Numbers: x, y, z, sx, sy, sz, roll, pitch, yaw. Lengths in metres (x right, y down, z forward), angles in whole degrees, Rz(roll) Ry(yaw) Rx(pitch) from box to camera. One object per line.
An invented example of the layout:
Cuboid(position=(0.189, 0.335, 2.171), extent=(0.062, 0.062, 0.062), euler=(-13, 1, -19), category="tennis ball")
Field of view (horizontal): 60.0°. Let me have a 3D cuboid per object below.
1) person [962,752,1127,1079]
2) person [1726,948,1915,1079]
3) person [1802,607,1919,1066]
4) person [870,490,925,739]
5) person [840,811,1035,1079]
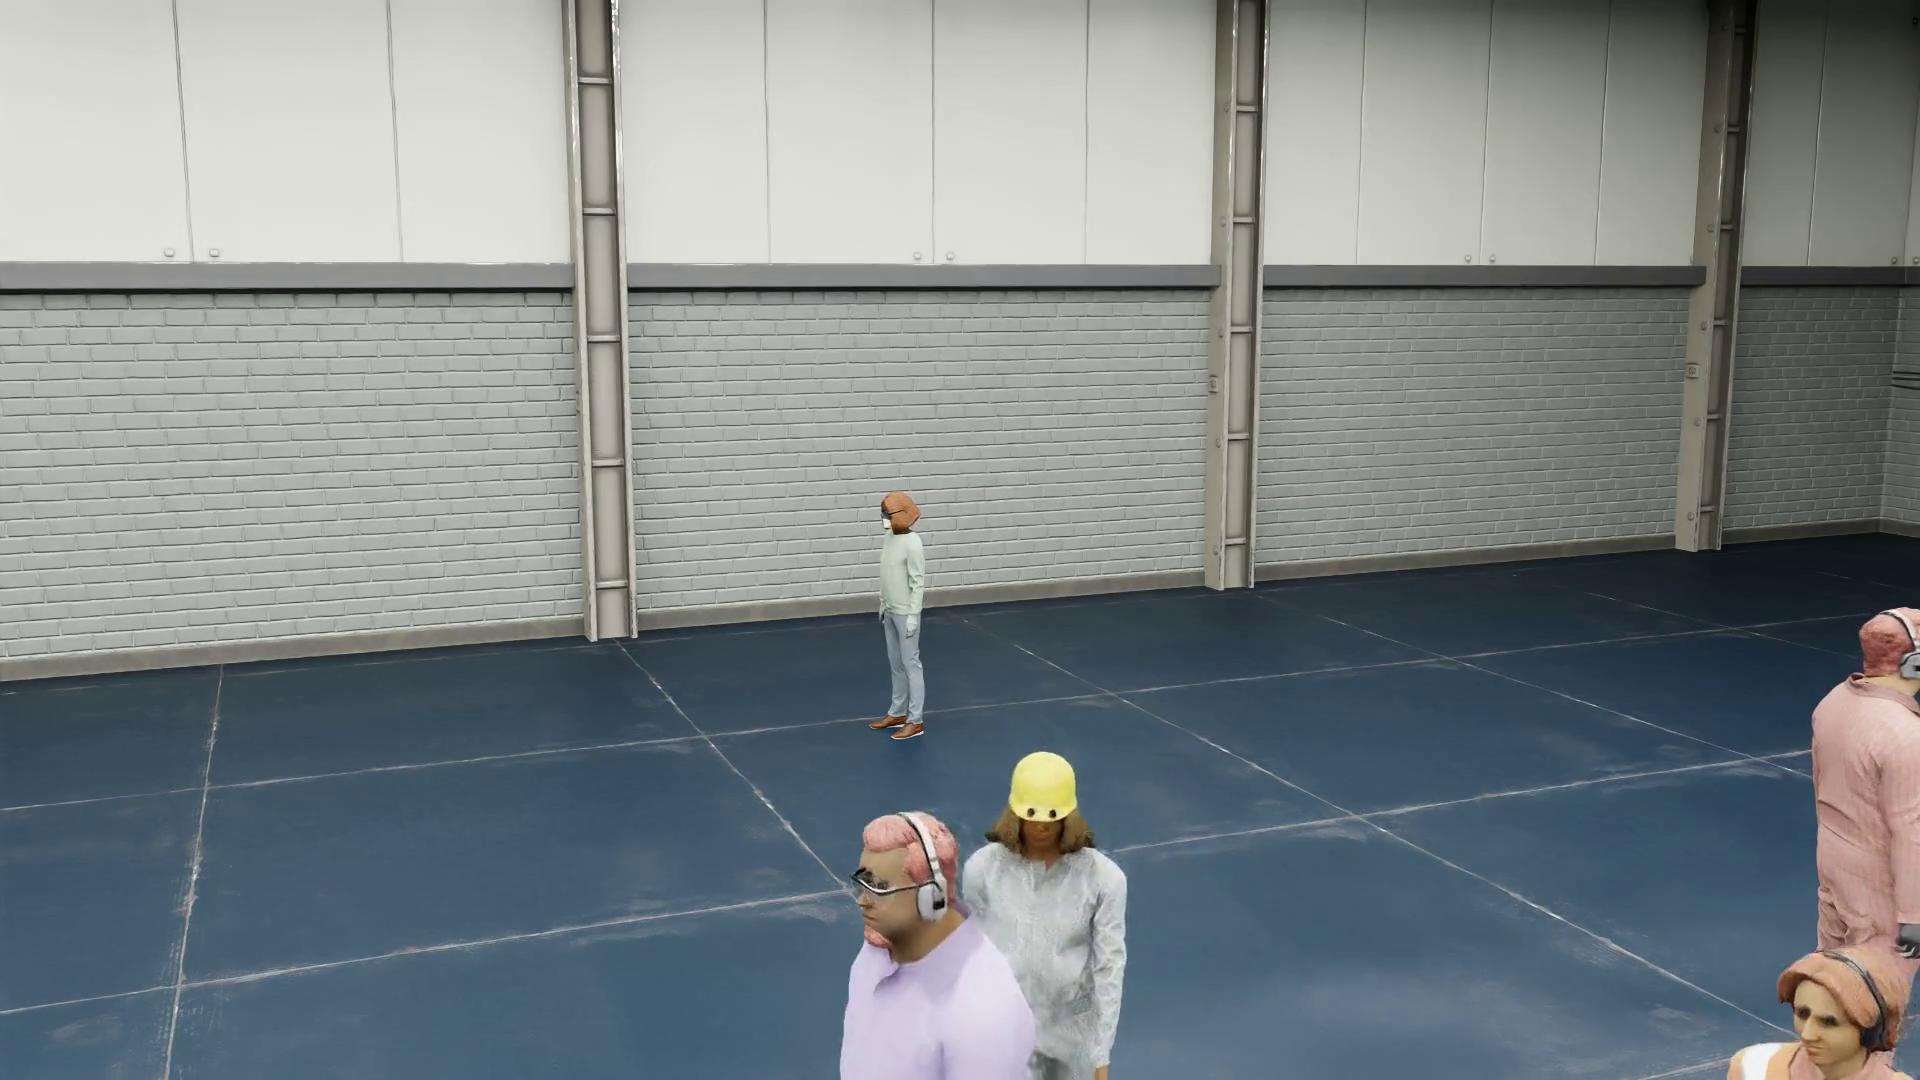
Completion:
Cuboid(position=(0.228, 1.431, 4.786), extent=(0.490, 1.695, 0.865), euler=(1, 9, 8), category="person")
Cuboid(position=(1.898, 1.654, 3.614), extent=(0.587, 1.622, 0.526), euler=(-7, 12, -39), category="person")
Cuboid(position=(3.179, 1.176, 5.738), extent=(0.407, 1.913, 0.641), euler=(0, 9, 3), category="person")
Cuboid(position=(-0.397, 0.485, 10.948), extent=(0.289, 1.633, 0.497), euler=(-5, 10, -28), category="person")
Cuboid(position=(-0.071, 1.513, 3.806), extent=(1.011, 1.850, 0.658), euler=(-5, 10, -30), category="person")
